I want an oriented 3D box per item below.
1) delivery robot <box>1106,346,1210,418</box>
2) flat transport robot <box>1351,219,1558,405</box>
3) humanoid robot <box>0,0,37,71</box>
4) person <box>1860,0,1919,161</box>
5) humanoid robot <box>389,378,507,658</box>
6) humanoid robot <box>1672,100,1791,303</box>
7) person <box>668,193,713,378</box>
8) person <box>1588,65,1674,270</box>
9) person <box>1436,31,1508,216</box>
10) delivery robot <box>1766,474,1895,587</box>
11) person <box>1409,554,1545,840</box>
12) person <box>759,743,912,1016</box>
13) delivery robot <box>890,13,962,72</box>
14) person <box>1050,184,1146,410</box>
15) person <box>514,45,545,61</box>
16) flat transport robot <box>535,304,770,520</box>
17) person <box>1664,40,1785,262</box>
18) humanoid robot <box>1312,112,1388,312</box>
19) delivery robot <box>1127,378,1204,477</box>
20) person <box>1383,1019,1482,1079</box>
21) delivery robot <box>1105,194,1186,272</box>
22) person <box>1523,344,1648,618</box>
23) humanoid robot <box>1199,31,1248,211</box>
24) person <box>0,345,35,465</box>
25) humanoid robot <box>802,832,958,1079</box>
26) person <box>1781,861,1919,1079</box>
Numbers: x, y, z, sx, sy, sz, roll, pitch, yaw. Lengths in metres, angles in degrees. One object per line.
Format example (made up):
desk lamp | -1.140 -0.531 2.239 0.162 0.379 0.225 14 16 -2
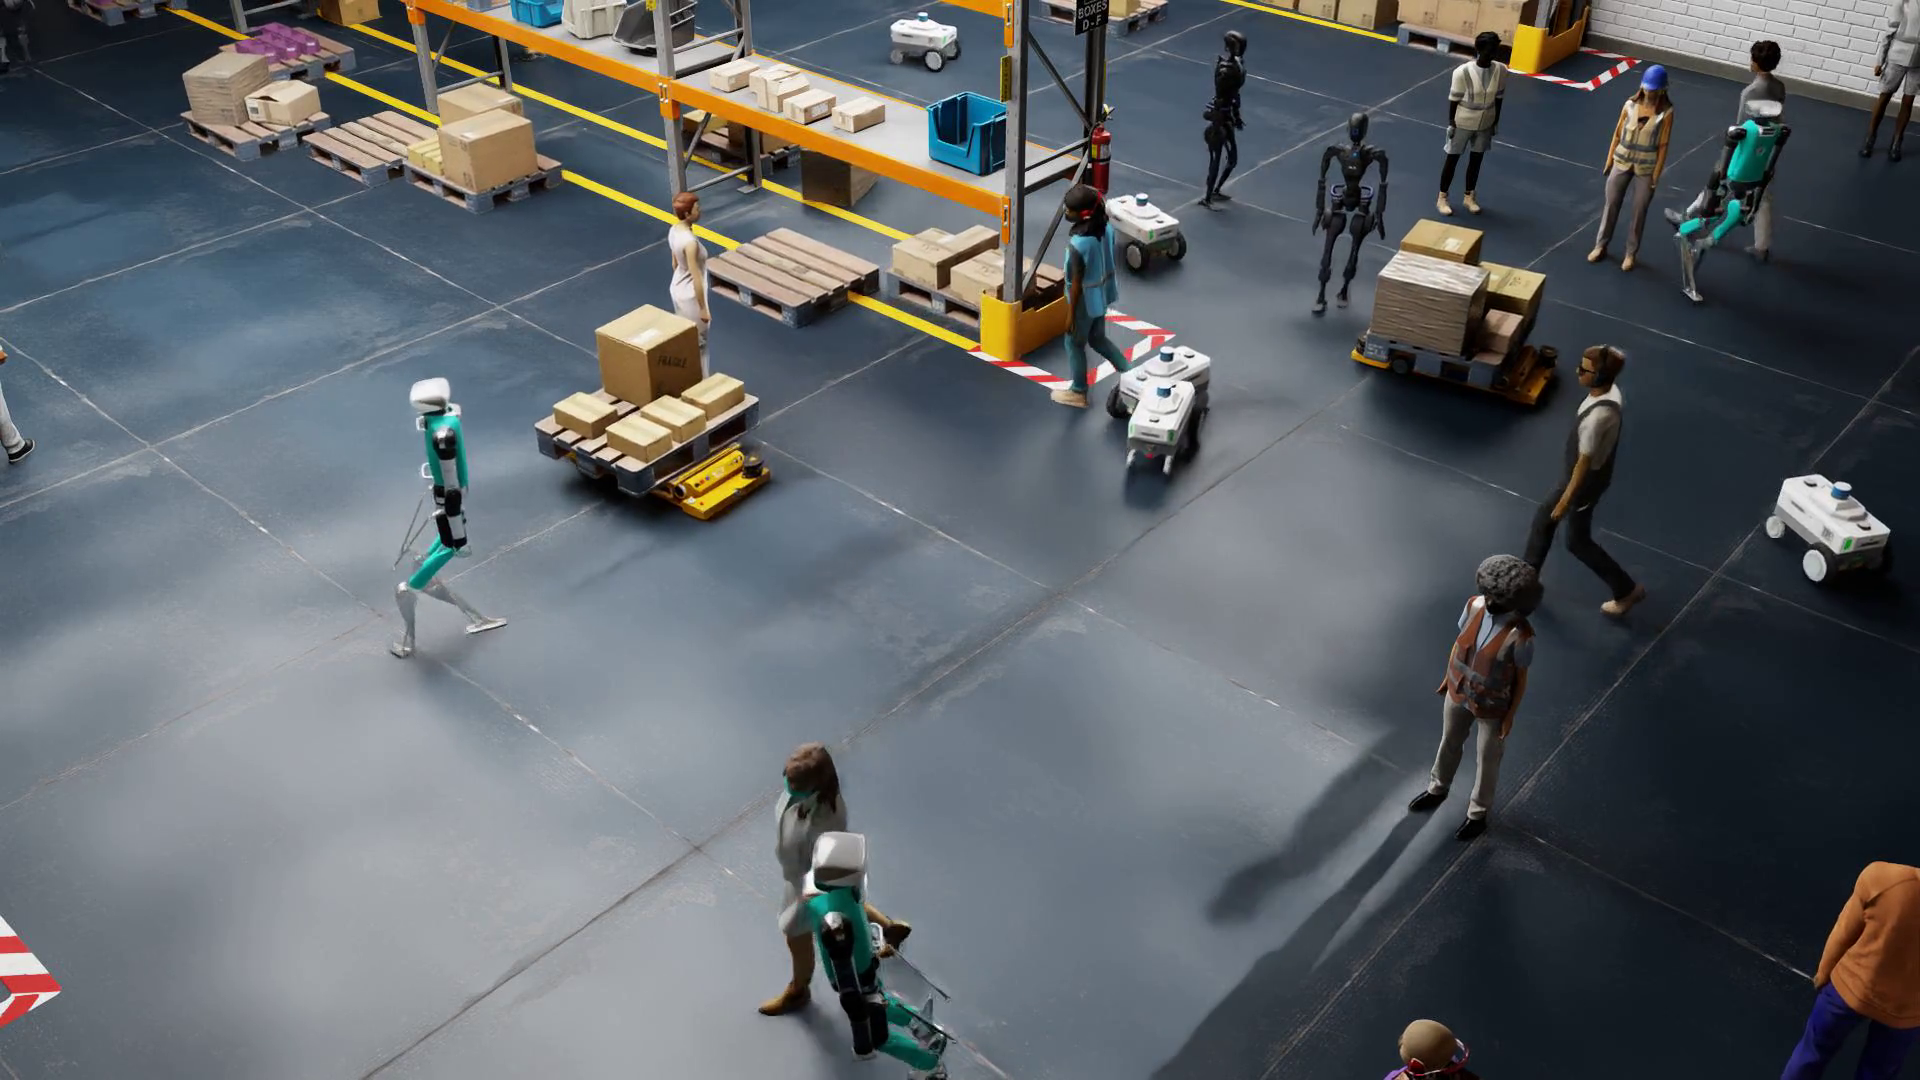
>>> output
delivery robot | 1.501 -1.140 12.197 0.756 0.580 0.499 -27 43 -34
flat transport robot | 3.830 -1.428 12.879 1.431 0.231 0.659 18 39 25
humanoid robot | -10.540 -5.989 18.249 0.616 1.630 0.514 -9 36 -13
person | 9.158 -4.632 16.070 0.547 1.924 0.387 13 37 18
humanoid robot | -3.183 -0.063 9.666 0.862 1.837 0.532 -11 36 -15
humanoid robot | 6.164 -2.719 13.564 0.563 1.913 0.710 -8 35 -11
person | -1.948 -1.735 12.102 0.318 1.662 0.464 -17 38 -23
person | 5.688 -3.142 14.040 0.467 1.771 0.337 23 41 29
person | 4.623 -3.756 15.001 0.531 1.691 0.319 -7 35 -9
delivery robot | 5.594 -0.095 10.689 0.499 0.586 0.783 -8 35 -12
person | 2.626 0.792 8.412 0.308 1.687 0.437 -24 41 -30
person | -0.576 1.476 7.466 0.715 1.626 0.498 -10 36 -14
delivery robot | -0.390 -5.600 18.684 0.807 0.609 0.499 14 37 20
person | 0.987 -1.675 11.866 0.718 1.833 0.545 21 40 28
person | -4.942 -6.264 18.610 0.457 1.721 0.585 15 37 20
flat transport robot | -2.079 -0.586 11.659 1.431 0.231 0.659 23 41 30
person | 6.739 -3.382 14.335 0.590 1.831 1.058 -14 37 -19
humanoid robot | 3.134 -2.616 13.365 0.586 1.654 0.408 10 36 14
delivery robot | 1.434 -0.848 11.799 0.499 0.608 0.797 11 36 16
person | 1.623 2.368 6.124 0.345 1.693 0.497 22 40 28
delivery robot | 1.583 -2.700 14.488 0.499 0.614 0.812 -21 40 -27
person | 3.786 -0.340 9.950 0.865 1.813 0.518 12 36 17
humanoid robot | 2.391 -3.807 15.084 0.315 1.648 0.601 17 38 23
person | -6.858 -1.327 11.356 0.599 1.831 0.404 -7 35 -10
humanoid robot | -0.244 1.865 6.813 0.725 1.774 0.540 -4 35 -6
person | 3.725 1.813 6.690 0.517 1.973 0.401 22 40 29
